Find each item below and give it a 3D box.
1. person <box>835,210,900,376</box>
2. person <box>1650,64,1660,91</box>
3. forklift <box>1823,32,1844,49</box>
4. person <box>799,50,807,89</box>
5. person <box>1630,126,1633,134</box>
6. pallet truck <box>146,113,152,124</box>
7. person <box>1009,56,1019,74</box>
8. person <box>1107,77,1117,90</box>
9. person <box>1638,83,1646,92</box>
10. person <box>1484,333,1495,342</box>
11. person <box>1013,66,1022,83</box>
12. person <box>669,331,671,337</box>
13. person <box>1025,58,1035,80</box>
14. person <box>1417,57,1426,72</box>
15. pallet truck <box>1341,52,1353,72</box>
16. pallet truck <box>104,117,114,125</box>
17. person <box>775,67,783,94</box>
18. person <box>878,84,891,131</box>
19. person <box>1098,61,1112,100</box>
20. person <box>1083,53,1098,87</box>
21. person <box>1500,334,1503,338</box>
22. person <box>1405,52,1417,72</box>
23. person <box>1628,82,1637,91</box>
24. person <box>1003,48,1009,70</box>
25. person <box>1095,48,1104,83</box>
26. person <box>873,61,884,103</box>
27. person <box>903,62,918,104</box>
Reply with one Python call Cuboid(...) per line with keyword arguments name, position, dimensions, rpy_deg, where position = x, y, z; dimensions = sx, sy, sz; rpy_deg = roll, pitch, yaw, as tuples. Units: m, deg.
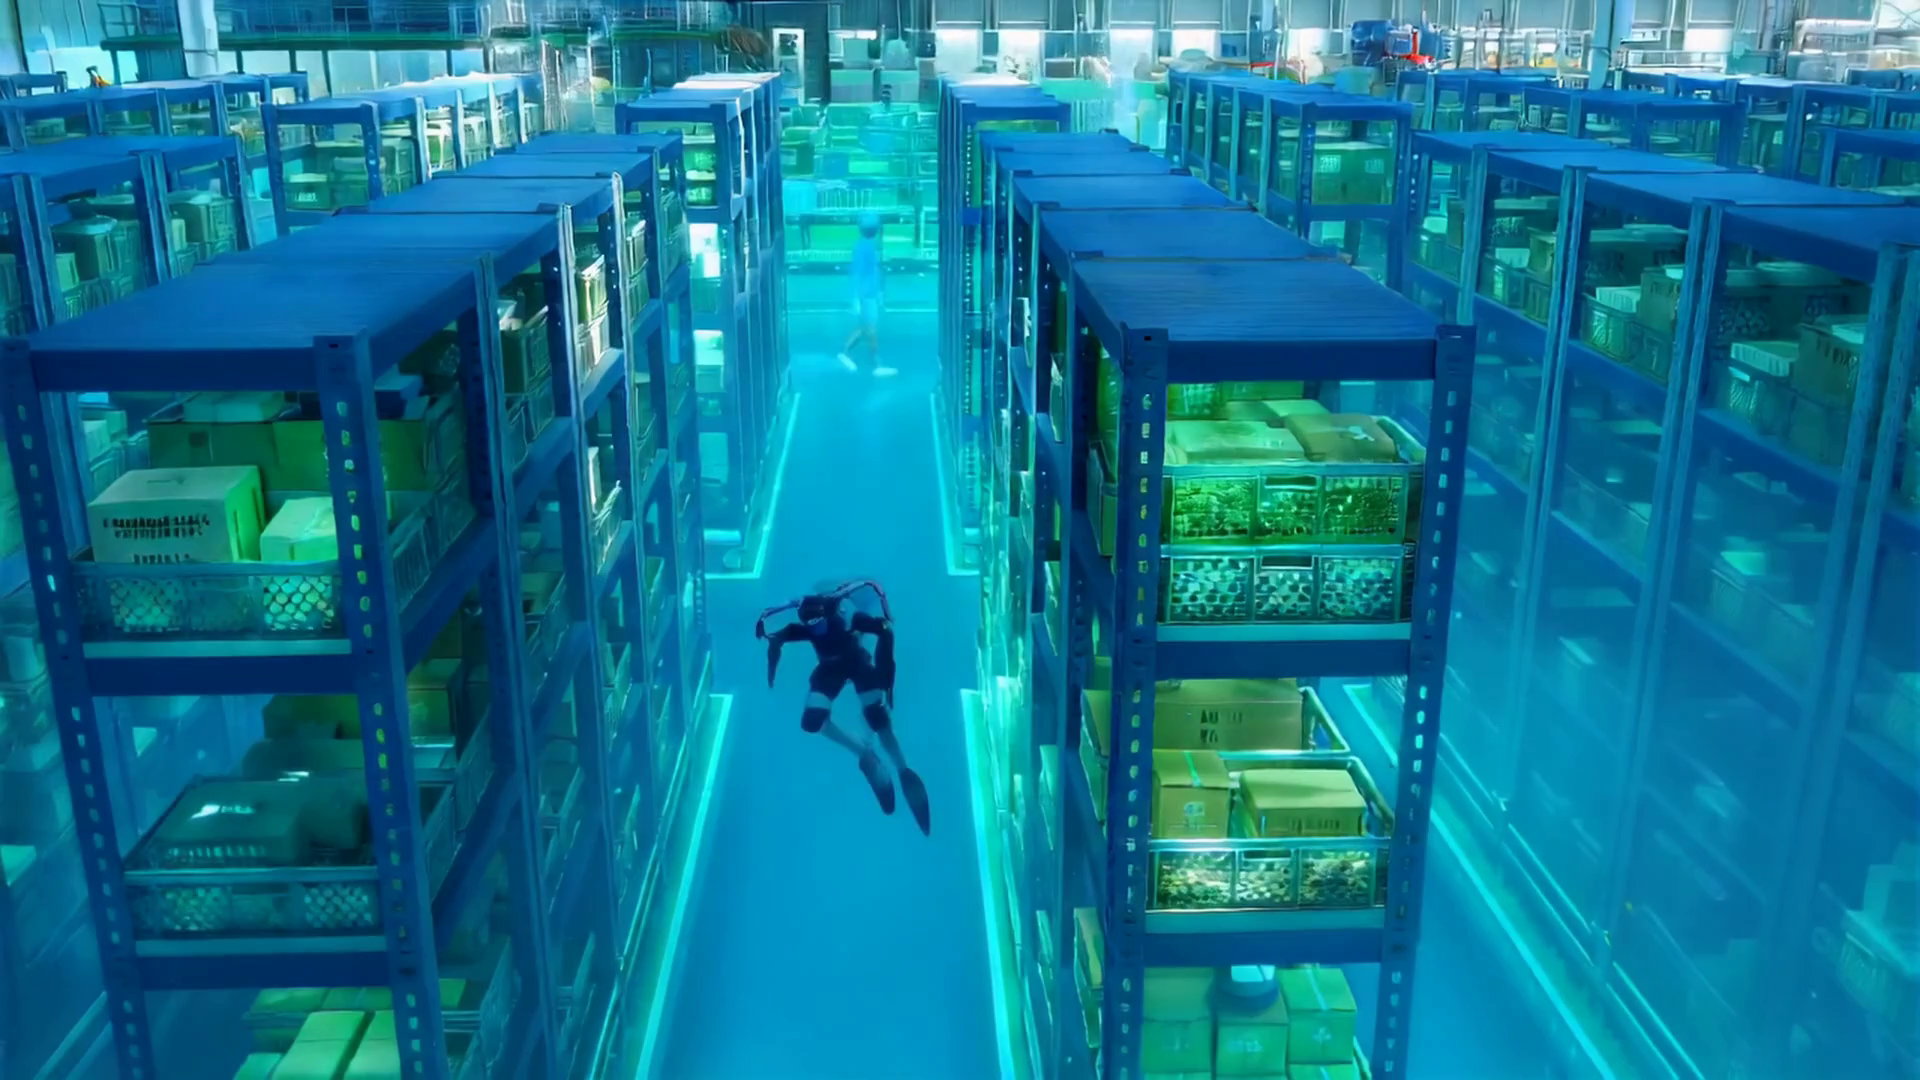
Cuboid(name="person", position=(-1.147, -2.941, 19.819), dimensions=(0.780, 1.976, 0.628), rpy_deg=(3, 18, 9))
Cuboid(name="person", position=(34.089, -22.629, 81.179), dimensions=(0.890, 1.699, 0.493), rpy_deg=(8, 20, 24))
Cuboid(name="forklift", position=(45.186, -24.889, 86.282), dimensions=(1.873, 2.768, 1.129), rpy_deg=(-6, 19, -19))
Cuboid(name="person", position=(-8.152, -24.362, 86.147), dimensions=(0.395, 1.943, 0.616), rpy_deg=(10, 20, 27))
Cuboid(name="person", position=(19.788, -12.201, 48.908), dimensions=(0.536, 1.700, 0.318), rpy_deg=(15, 23, 38))
Cuboid(name="pallet truck", position=(-18.087, -8.309, 36.390), dimensions=(1.885, 1.965, 0.823), rpy_deg=(-1, 18, -4))
Cuboid(name="person", position=(2.684, -22.991, 82.167), dimensions=(0.968, 1.800, 0.617), rpy_deg=(15, 23, 39))
Cuboid(name="person", position=(5.027, -14.380, 55.272), dimensions=(0.355, 1.938, 0.545), rpy_deg=(6, 19, 17))
Cuboid(name="person", position=(32.844, -22.306, 79.971), dimensions=(0.512, 1.840, 0.340), rpy_deg=(13, 22, 34))
Cuboid(name="person", position=(6.766, -3.112, 20.513), dimensions=(0.814, 1.874, 0.666), rpy_deg=(6, 19, 18))
Cuboid(name="person", position=(2.189, -16.827, 62.678), dimensions=(0.537, 2.000, 0.688), rpy_deg=(3, 18, 10))
Cuboid(name="person", position=(-3.267, -2.646, 19.199), dimensions=(0.886, 1.799, 0.584), rpy_deg=(1, 18, 2))
Cuboid(name="person", position=(3.502, -23.245, 83.105), dimensions=(0.555, 1.681, 0.384), rpy_deg=(-2, 18, -6))
Cuboid(name="person", position=(21.802, -21.861, 78.582), dimensions=(0.429, 1.837, 0.633), rpy_deg=(1, 18, 4))
Cuboid(name="pallet truck", position=(18.794, -23.123, 82.231), dimensions=(0.823, 1.965, 1.885), rpy_deg=(-13, 22, -35))
Cuboid(name="pallet truck", position=(-18.367, -7.885, 35.078), dimensions=(1.885, 1.965, 0.823), rpy_deg=(1, 18, 2))
Cuboid(name="person", position=(-7.402, -18.082, 66.808), dimensions=(0.921, 1.901, 0.593), rpy_deg=(-14, 23, -37))
Cuboid(name="person", position=(-2.444, -14.034, 54.481), dimensions=(0.460, 1.754, 0.540), rpy_deg=(10, 20, 28))
Cuboid(name="person", position=(6.672, -20.590, 74.693), dimensions=(0.999, 1.818, 0.508), rpy_deg=(1, 18, 5))
Cuboid(name="person", position=(6.961, -24.929, 88.243), dimensions=(0.863, 1.725, 0.542), rpy_deg=(-2, 18, -7))
Cuboid(name="person", position=(7.002, -3.300, 21.181), dimensions=(0.487, 1.808, 0.609), rpy_deg=(14, 23, 38))
Cuboid(name="person", position=(23.113, -24.005, 85.167), dimensions=(0.590, 1.862, 0.591), rpy_deg=(12, 21, 33))
Cuboid(name="person", position=(26.063, -17.480, 64.865), dimensions=(0.546, 1.938, 0.360), rpy_deg=(-1, 18, -4))
Cuboid(name="person", position=(2.586, -26.305, 92.203), dimensions=(0.569, 1.921, 0.550), rpy_deg=(4, 18, 13))
Cuboid(name="person", position=(7.742, -26.304, 92.227), dimensions=(0.480, 1.901, 0.641), rpy_deg=(-7, 19, -20))
Cuboid(name="person", position=(-3.308, -18.454, 67.749), dimensions=(0.688, 2.016, 0.647), rpy_deg=(13, 22, 36))
Cuboid(name="person", position=(-2.110, -19.510, 71.239), dimensions=(1.049, 1.888, 0.643), rpy_deg=(-12, 21, -32))
